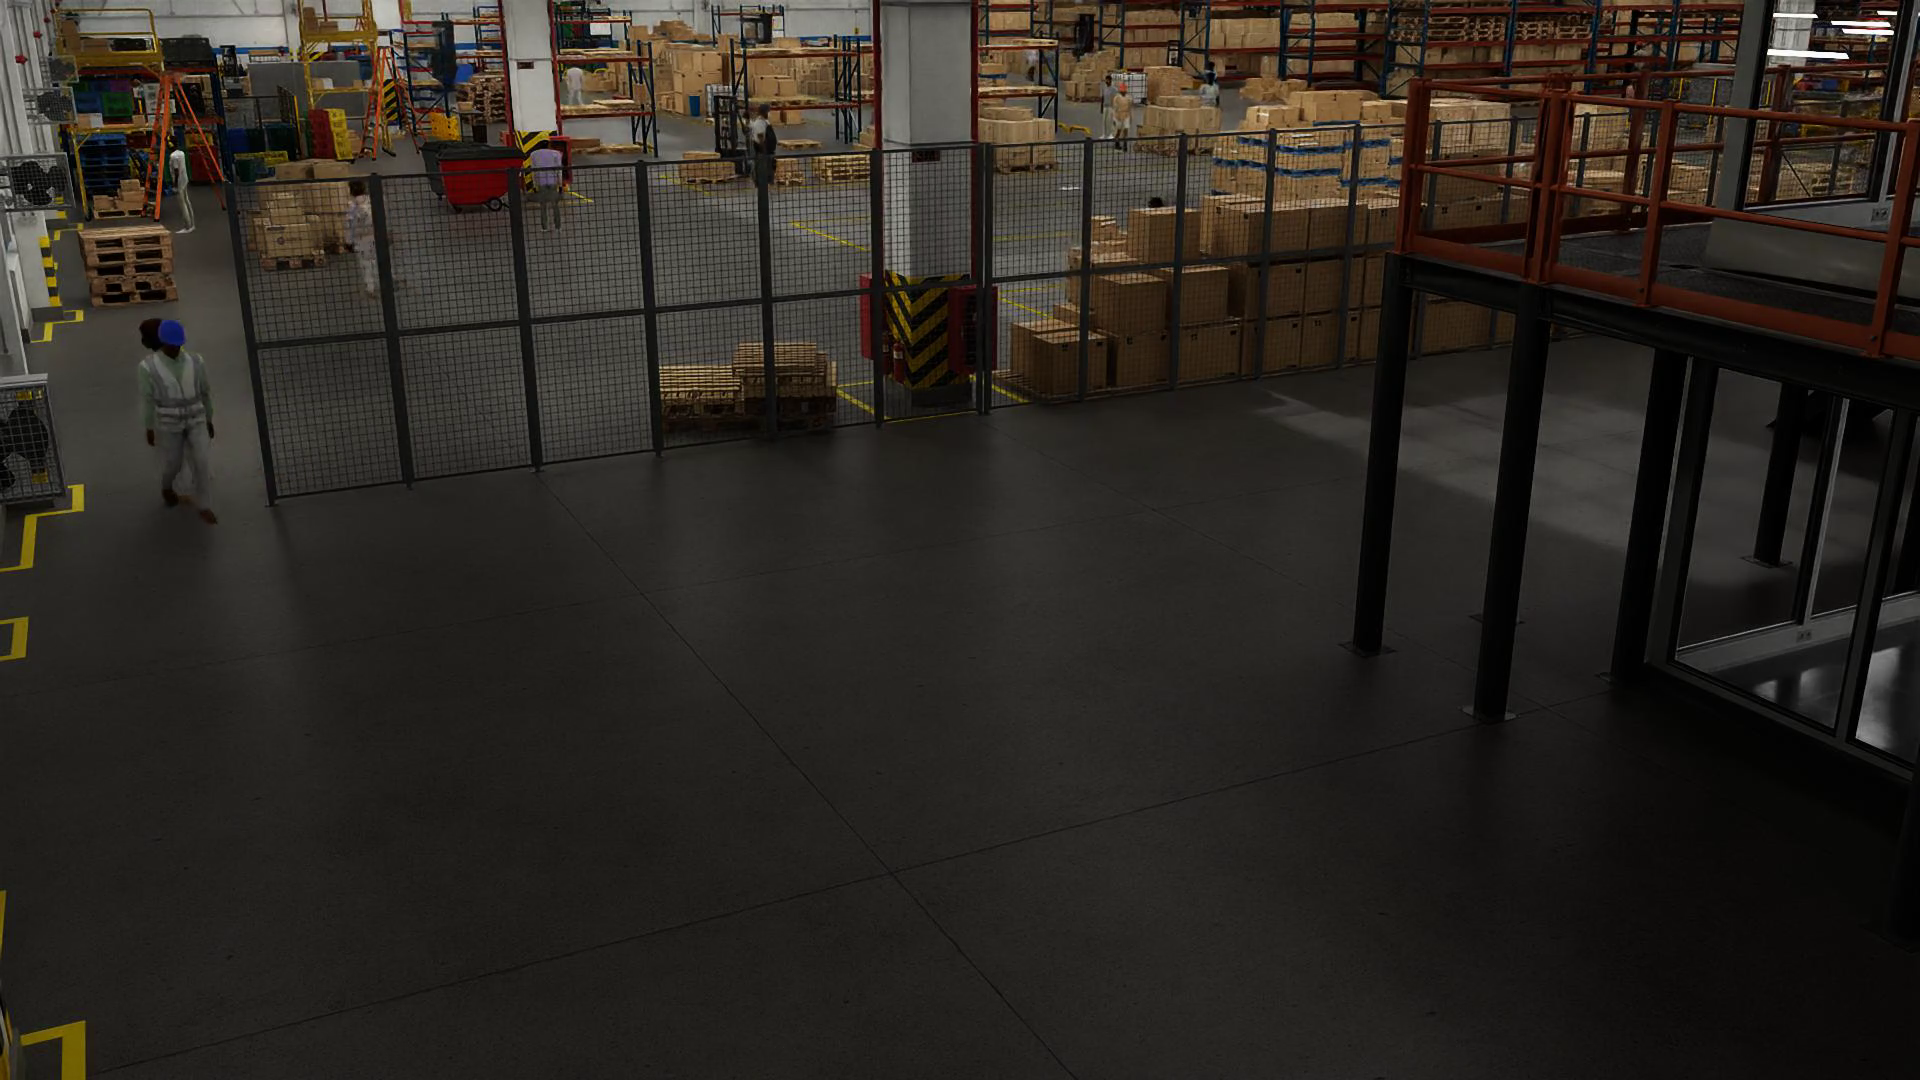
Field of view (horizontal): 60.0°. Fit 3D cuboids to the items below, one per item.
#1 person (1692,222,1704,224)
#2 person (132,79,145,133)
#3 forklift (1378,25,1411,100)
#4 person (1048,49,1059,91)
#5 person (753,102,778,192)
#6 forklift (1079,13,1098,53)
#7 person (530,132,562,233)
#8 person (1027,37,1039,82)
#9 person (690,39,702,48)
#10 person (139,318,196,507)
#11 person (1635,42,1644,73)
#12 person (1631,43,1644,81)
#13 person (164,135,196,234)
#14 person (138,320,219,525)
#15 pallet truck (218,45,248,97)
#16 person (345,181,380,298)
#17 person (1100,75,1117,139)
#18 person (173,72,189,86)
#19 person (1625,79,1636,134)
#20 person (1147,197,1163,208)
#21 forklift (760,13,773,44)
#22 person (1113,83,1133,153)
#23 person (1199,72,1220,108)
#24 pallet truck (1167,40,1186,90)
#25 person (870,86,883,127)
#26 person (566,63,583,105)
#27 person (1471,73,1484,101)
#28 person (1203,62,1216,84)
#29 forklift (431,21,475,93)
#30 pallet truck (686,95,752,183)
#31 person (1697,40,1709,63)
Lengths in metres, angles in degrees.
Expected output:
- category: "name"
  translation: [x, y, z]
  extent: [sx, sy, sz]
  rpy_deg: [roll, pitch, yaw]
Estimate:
- category: "person"
  translation: [9.570, -3.238, 21.563]
  extent: [0.902, 1.891, 0.593]
  rpy_deg: [-12, 22, -30]
- category: "person"
  translation: [-25.377, -13.405, 51.418]
  extent: [0.522, 1.631, 0.324]
  rpy_deg: [6, 20, 17]
- category: "forklift"
  translation: [16.860, -17.940, 62.675]
  extent: [1.873, 2.768, 1.129]
  rpy_deg: [-9, 21, -25]
- category: "person"
  translation: [3.900, -19.504, 68.660]
  extent: [0.599, 1.919, 0.626]
  rpy_deg: [1, 19, 4]
- category: "person"
  translation: [-4.414, -8.960, 37.911]
  extent: [0.626, 2.000, 0.693]
  rpy_deg: [4, 19, 12]
- category: "forklift"
  translation: [5.986, -23.430, 78.588]
  extent: [1.873, 2.768, 1.129]
  rpy_deg: [-9, 21, -25]
- category: "person"
  translation: [-7.975, -6.903, 32.144]
  extent: [0.581, 1.919, 0.397]
  rpy_deg: [-7, 20, -20]
- category: "person"
  translation: [3.310, -21.523, 74.522]
  extent: [0.548, 1.914, 0.673]
  rpy_deg: [-10, 22, -28]
- category: "person"
  translation: [-11.684, -21.255, 73.796]
  extent: [0.651, 1.888, 0.990]
  rpy_deg: [-6, 20, -17]
- category: "person"
  translation: [-7.512, -1.207, 15.767]
  extent: [0.450, 1.819, 0.663]
  rpy_deg: [-10, 21, -27]
- category: "person"
  translation: [28.105, -19.674, 68.972]
  extent: [0.384, 2.042, 0.607]
  rpy_deg: [9, 21, 23]
- category: "person"
  translation: [28.682, -20.079, 70.330]
  extent: [0.547, 1.919, 0.658]
  rpy_deg: [-10, 21, -27]
- category: "person"
  translation: [-15.056, -6.850, 32.065]
  extent: [0.329, 1.865, 0.512]
  rpy_deg: [-1, 19, -4]
- category: "person"
  translation: [-7.235, -1.111, 15.359]
  extent: [0.623, 1.918, 0.739]
  rpy_deg: [-17, 25, -40]
- category: "pallet truck"
  translation: [-28.879, -18.665, 66.111]
  extent: [0.823, 1.965, 1.885]
  rpy_deg: [-3, 19, -9]
- category: "person"
  translation: [-9.262, -4.671, 25.795]
  extent: [0.454, 1.828, 0.657]
  rpy_deg: [7, 20, 20]
- category: "person"
  translation: [4.437, -12.939, 49.729]
  extent: [0.529, 1.857, 0.319]
  rpy_deg: [13, 23, 34]
- category: "person"
  translation: [-28.334, -16.730, 60.630]
  extent: [0.607, 1.907, 0.426]
  rpy_deg: [3, 19, 8]
- category: "person"
  translation: [20.615, -13.420, 51.253]
  extent: [0.315, 1.769, 0.523]
  rpy_deg: [6, 20, 17]
- category: "person"
  translation: [2.818, -3.896, 23.455]
  extent: [0.809, 1.899, 0.603]
  rpy_deg: [-8, 21, -23]
- category: "forklift"
  translation: [-9.097, -23.441, 78.620]
  extent: [1.873, 2.768, 1.129]
  rpy_deg: [-9, 21, -25]
- category: "person"
  translation: [4.525, -11.802, 46.410]
  extent: [0.554, 1.887, 1.019]
  rpy_deg: [-1, 19, -4]
- category: "person"
  translation: [7.474, -12.991, 49.726]
  extent: [0.641, 1.949, 0.465]
  rpy_deg: [-6, 20, -16]
- category: "pallet truck"
  translation: [9.045, -19.971, 69.895]
  extent: [0.823, 1.965, 1.885]
  rpy_deg: [-3, 19, -8]
- category: "person"
  translation: [-2.183, -11.644, 46.013]
  extent: [0.595, 1.842, 0.979]
  rpy_deg: [17, 25, 40]
- category: "person"
  translation: [-13.181, -15.399, 56.782]
  extent: [0.659, 1.893, 0.969]
  rpy_deg: [-14, 24, -35]
- category: "person"
  translation: [16.918, -14.491, 54.573]
  extent: [0.515, 1.619, 0.662]
  rpy_deg: [-7, 20, -19]
- category: "person"
  translation: [9.004, -16.368, 59.909]
  extent: [0.566, 1.682, 0.375]
  rpy_deg: [-10, 22, -28]
- category: "forklift"
  translation: [-20.920, -19.720, 67.836]
  extent: [1.129, 2.768, 1.873]
  rpy_deg: [14, 23, 35]
- category: "pallet truck"
  translation: [-5.836, -9.608, 39.856]
  extent: [0.823, 1.965, 1.885]
  rpy_deg: [10, 22, 27]
- category: "person"
  translation: [34.797, -22.677, 78.019]
  extent: [0.653, 1.813, 0.598]
  rpy_deg: [-8, 21, -22]
